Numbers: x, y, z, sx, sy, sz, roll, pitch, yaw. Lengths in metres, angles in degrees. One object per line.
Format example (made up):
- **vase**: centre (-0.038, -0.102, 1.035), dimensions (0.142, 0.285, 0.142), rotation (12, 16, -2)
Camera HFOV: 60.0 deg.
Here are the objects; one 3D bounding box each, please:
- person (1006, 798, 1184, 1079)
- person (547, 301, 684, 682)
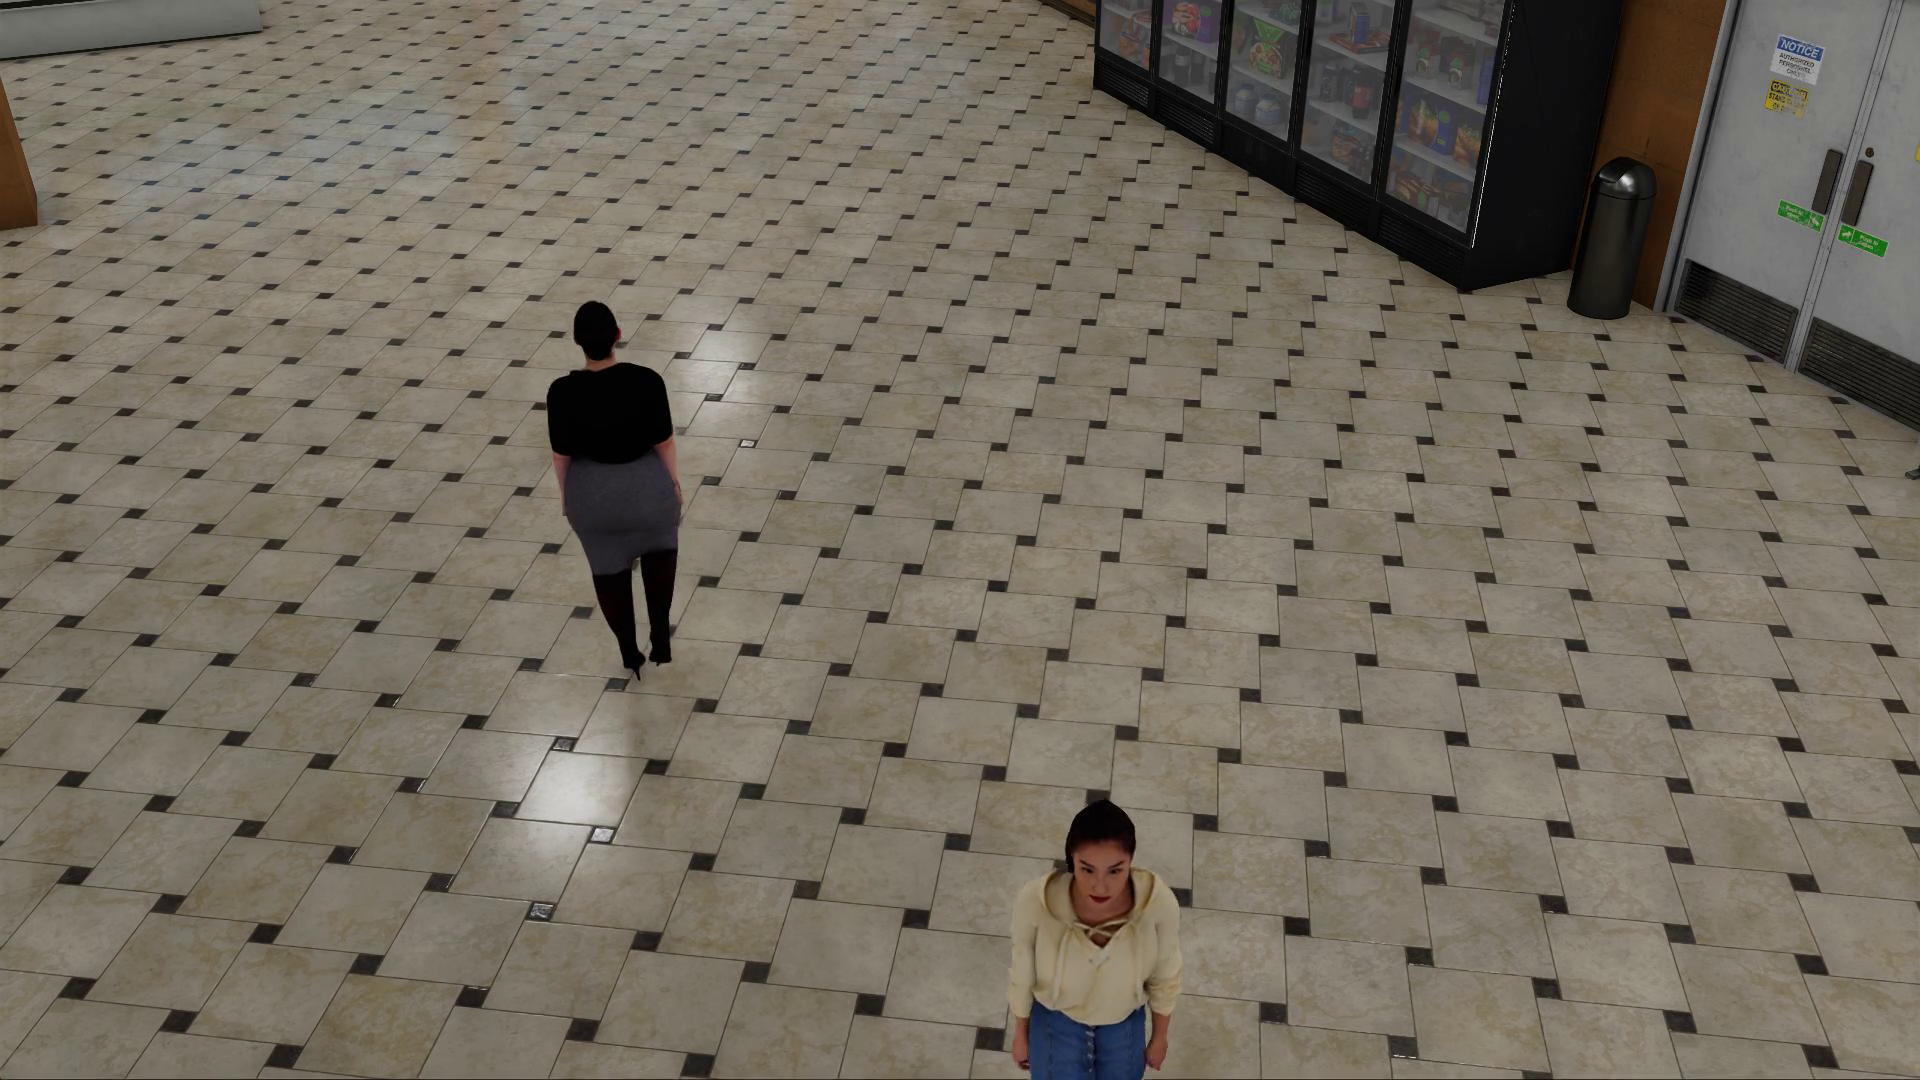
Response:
- **person**: centre (0.364, 1.344, 4.708), dimensions (1.051, 1.613, 0.968), rotation (0, 32, 0)
- **person**: centre (-1.404, -0.121, 6.939), dimensions (0.714, 1.743, 0.810), rotation (-5, 32, -8)
